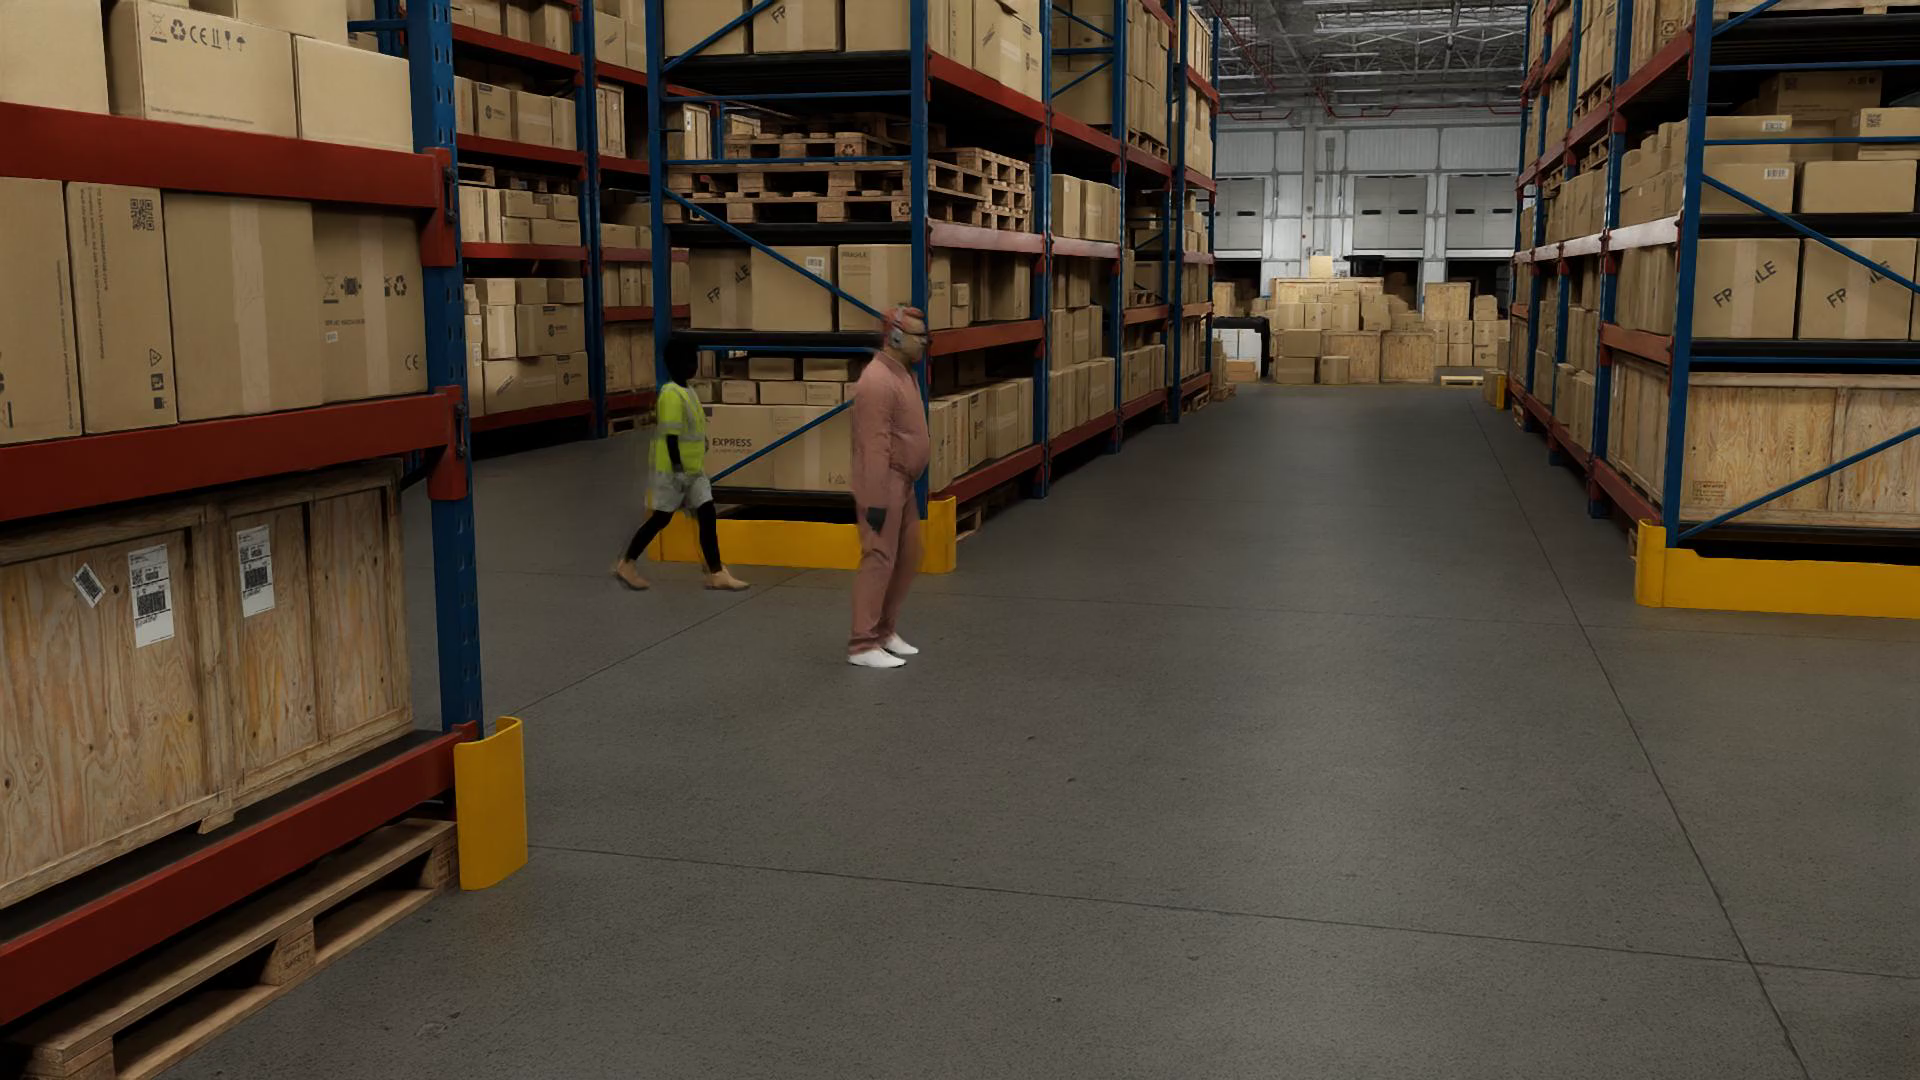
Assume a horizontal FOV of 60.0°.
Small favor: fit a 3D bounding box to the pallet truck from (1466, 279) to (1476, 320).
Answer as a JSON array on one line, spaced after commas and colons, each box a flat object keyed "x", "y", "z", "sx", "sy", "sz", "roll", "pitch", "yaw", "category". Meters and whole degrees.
[{"x": 18.896, "y": -8.459, "z": 60.307, "sx": 1.885, "sy": 1.965, "sz": 0.823, "roll": 5, "pitch": 10, "yaw": 31, "category": "pallet truck"}]

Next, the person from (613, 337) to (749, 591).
[{"x": -1.841, "y": -0.478, "z": 10.681, "sx": 0.861, "sy": 1.657, "sz": 0.539, "roll": 1, "pitch": 9, "yaw": 9, "category": "person"}]

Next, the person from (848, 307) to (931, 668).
[{"x": -0.368, "y": -0.265, "z": 8.661, "sx": 0.433, "sy": 1.880, "sz": 0.655, "roll": 1, "pitch": 9, "yaw": 8, "category": "person"}]

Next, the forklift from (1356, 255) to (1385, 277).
[{"x": 14.147, "y": -8.466, "z": 57.559, "sx": 1.129, "sy": 2.768, "sz": 1.873, "roll": -2, "pitch": 9, "yaw": -11, "category": "forklift"}]
